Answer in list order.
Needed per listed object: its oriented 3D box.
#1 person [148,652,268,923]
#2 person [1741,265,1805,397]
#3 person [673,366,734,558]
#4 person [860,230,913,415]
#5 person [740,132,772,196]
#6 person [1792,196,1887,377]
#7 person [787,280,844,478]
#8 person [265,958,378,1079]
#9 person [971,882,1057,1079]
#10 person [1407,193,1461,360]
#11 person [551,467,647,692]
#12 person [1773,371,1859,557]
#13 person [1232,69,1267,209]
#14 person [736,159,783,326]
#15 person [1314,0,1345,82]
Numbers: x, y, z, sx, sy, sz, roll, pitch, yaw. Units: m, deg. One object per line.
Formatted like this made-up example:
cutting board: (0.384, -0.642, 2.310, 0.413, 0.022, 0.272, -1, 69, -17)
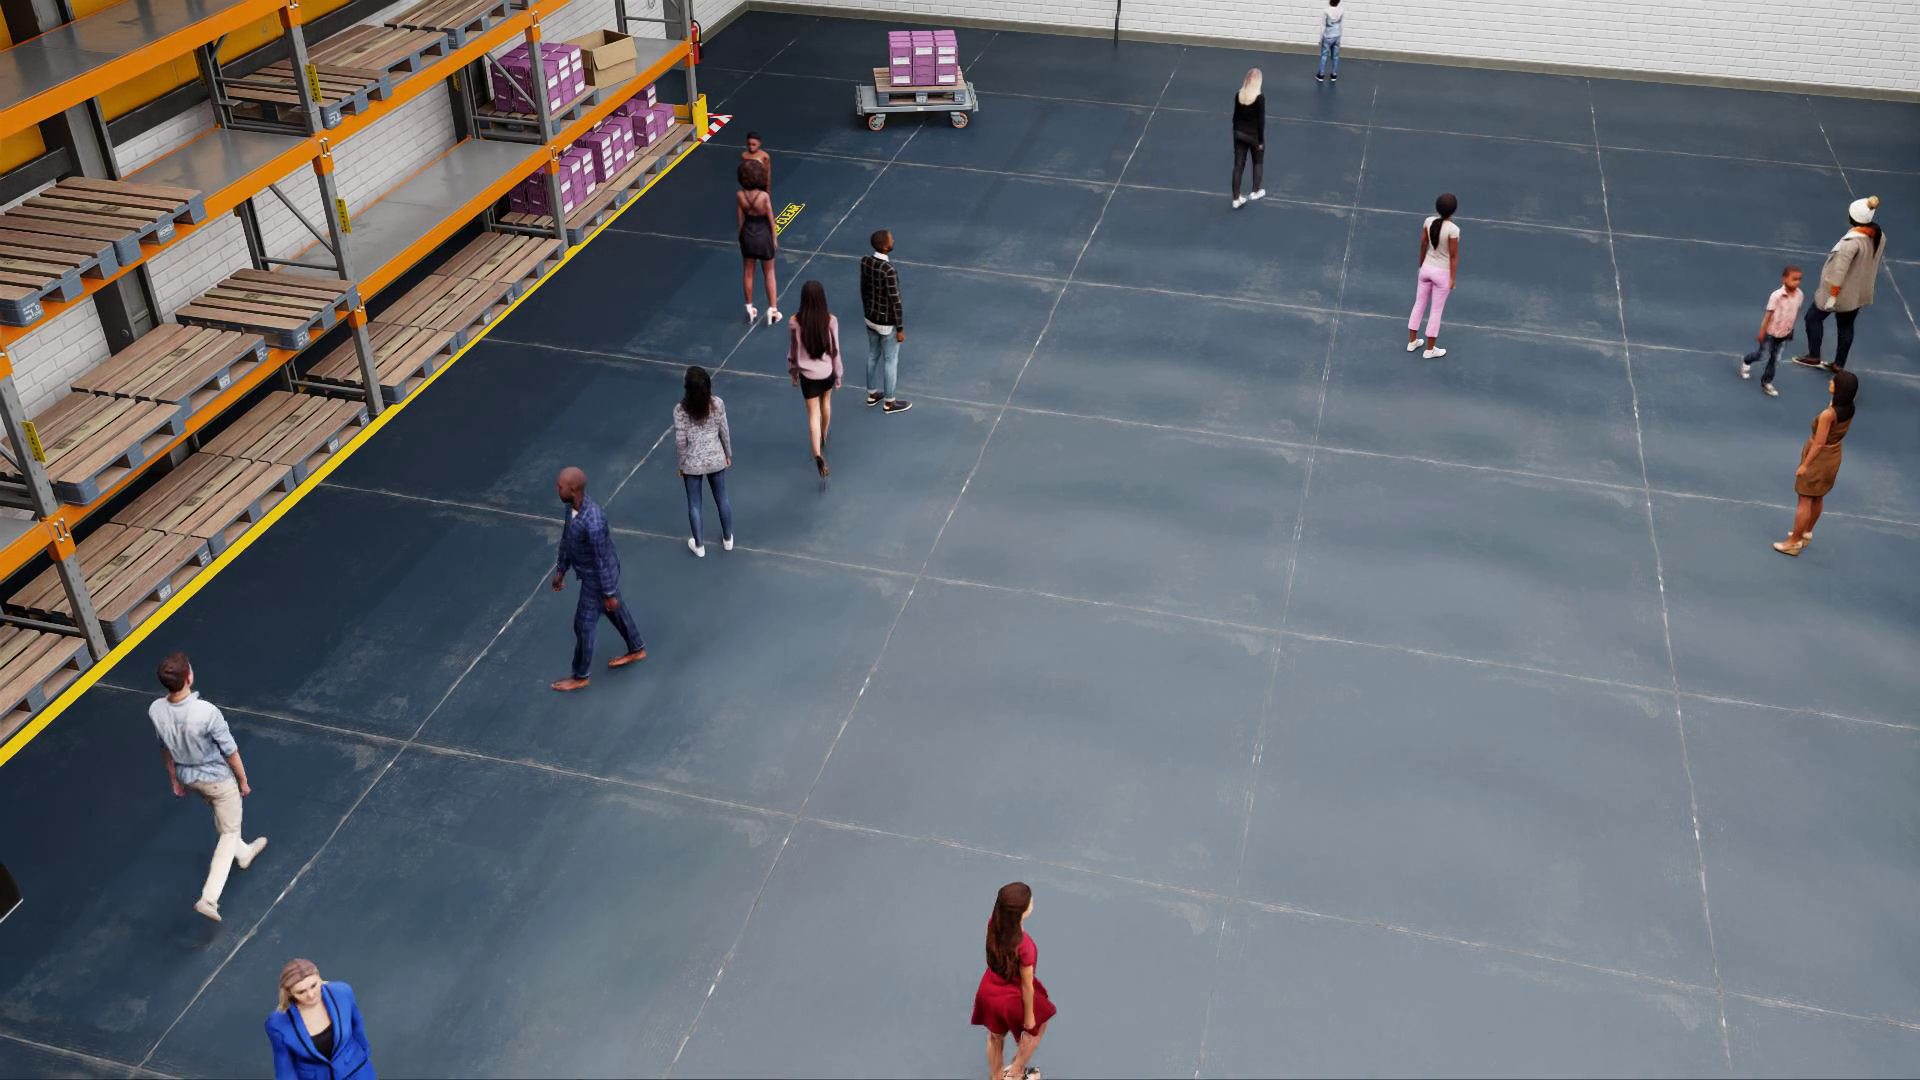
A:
person: (-4.717, 1.542, 10.326, 0.696, 1.821, 1.124, 6, 34, 9)
person: (7.961, -2.080, 16.250, 0.671, 1.296, 0.823, -5, 34, -7)
person: (-2.122, -0.658, 13.717, 0.692, 1.732, 0.717, -12, 36, -18)
person: (-0.750, -2.080, 15.777, 0.765, 1.820, 0.753, -26, 41, -33)
person: (-2.365, -4.163, 19.423, 0.541, 1.253, 0.503, 4, 34, 6)
person: (8.750, -2.443, 16.270, 0.885, 1.879, 0.935, -14, 36, -20)
person: (-1.263, -1.381, 14.769, 0.920, 1.771, 1.180, -4, 34, -5)
person: (-3.311, 2.742, 8.646, 0.876, 1.682, 0.924, -21, 39, -28)
person: (0.221, 2.513, 9.116, 0.770, 1.544, 0.707, -26, 41, -33)
person: (4.786, -2.674, 16.745, 0.693, 1.738, 0.660, -23, 40, -31)
person: (-2.618, 0.231, 12.338, 1.117, 1.777, 1.067, -17, 37, -23)
person: (7.094, -0.636, 13.722, 0.618, 1.690, 0.706, -24, 41, -32)
person: (3.412, -4.799, 20.001, 0.821, 1.672, 0.939, 24, 41, 32)
person: (-2.120, -3.103, 17.345, 0.550, 1.787, 0.528, 8, 34, 12)
person: (5.398, -7.325, 24.178, 0.538, 1.255, 0.555, -2, 34, -2)
